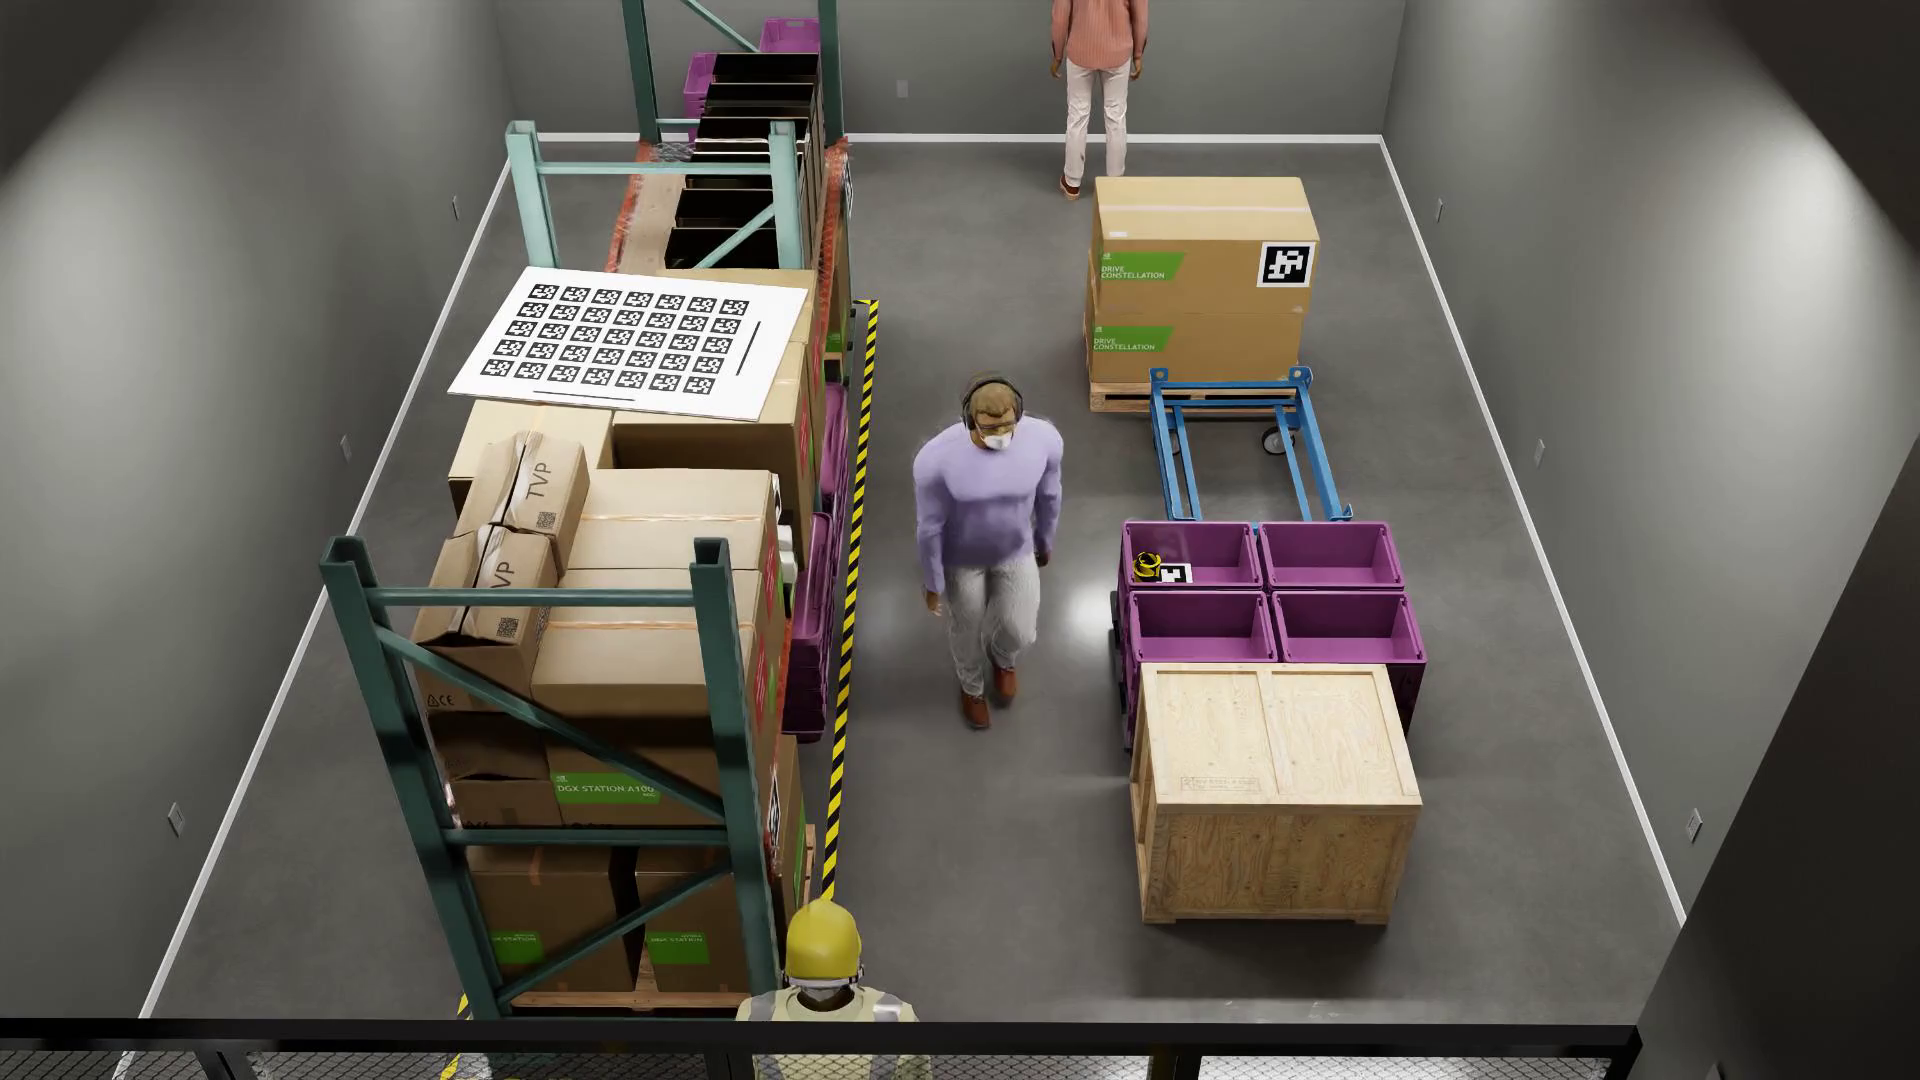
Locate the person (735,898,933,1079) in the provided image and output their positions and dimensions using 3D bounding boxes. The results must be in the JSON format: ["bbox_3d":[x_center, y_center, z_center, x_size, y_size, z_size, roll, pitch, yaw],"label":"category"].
[{"bbox_3d":[-0.377,1.753,5.200,0.589,1.825,0.403,1,41,1],"label":"person"}]

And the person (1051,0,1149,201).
[{"bbox_3d":[0.881,-3.116,10.625,0.611,1.996,0.379,1,41,1],"label":"person"}]

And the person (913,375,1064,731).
[{"bbox_3d":[0.124,0.075,7.046,0.637,1.923,0.433,-7,42,-8],"label":"person"}]
